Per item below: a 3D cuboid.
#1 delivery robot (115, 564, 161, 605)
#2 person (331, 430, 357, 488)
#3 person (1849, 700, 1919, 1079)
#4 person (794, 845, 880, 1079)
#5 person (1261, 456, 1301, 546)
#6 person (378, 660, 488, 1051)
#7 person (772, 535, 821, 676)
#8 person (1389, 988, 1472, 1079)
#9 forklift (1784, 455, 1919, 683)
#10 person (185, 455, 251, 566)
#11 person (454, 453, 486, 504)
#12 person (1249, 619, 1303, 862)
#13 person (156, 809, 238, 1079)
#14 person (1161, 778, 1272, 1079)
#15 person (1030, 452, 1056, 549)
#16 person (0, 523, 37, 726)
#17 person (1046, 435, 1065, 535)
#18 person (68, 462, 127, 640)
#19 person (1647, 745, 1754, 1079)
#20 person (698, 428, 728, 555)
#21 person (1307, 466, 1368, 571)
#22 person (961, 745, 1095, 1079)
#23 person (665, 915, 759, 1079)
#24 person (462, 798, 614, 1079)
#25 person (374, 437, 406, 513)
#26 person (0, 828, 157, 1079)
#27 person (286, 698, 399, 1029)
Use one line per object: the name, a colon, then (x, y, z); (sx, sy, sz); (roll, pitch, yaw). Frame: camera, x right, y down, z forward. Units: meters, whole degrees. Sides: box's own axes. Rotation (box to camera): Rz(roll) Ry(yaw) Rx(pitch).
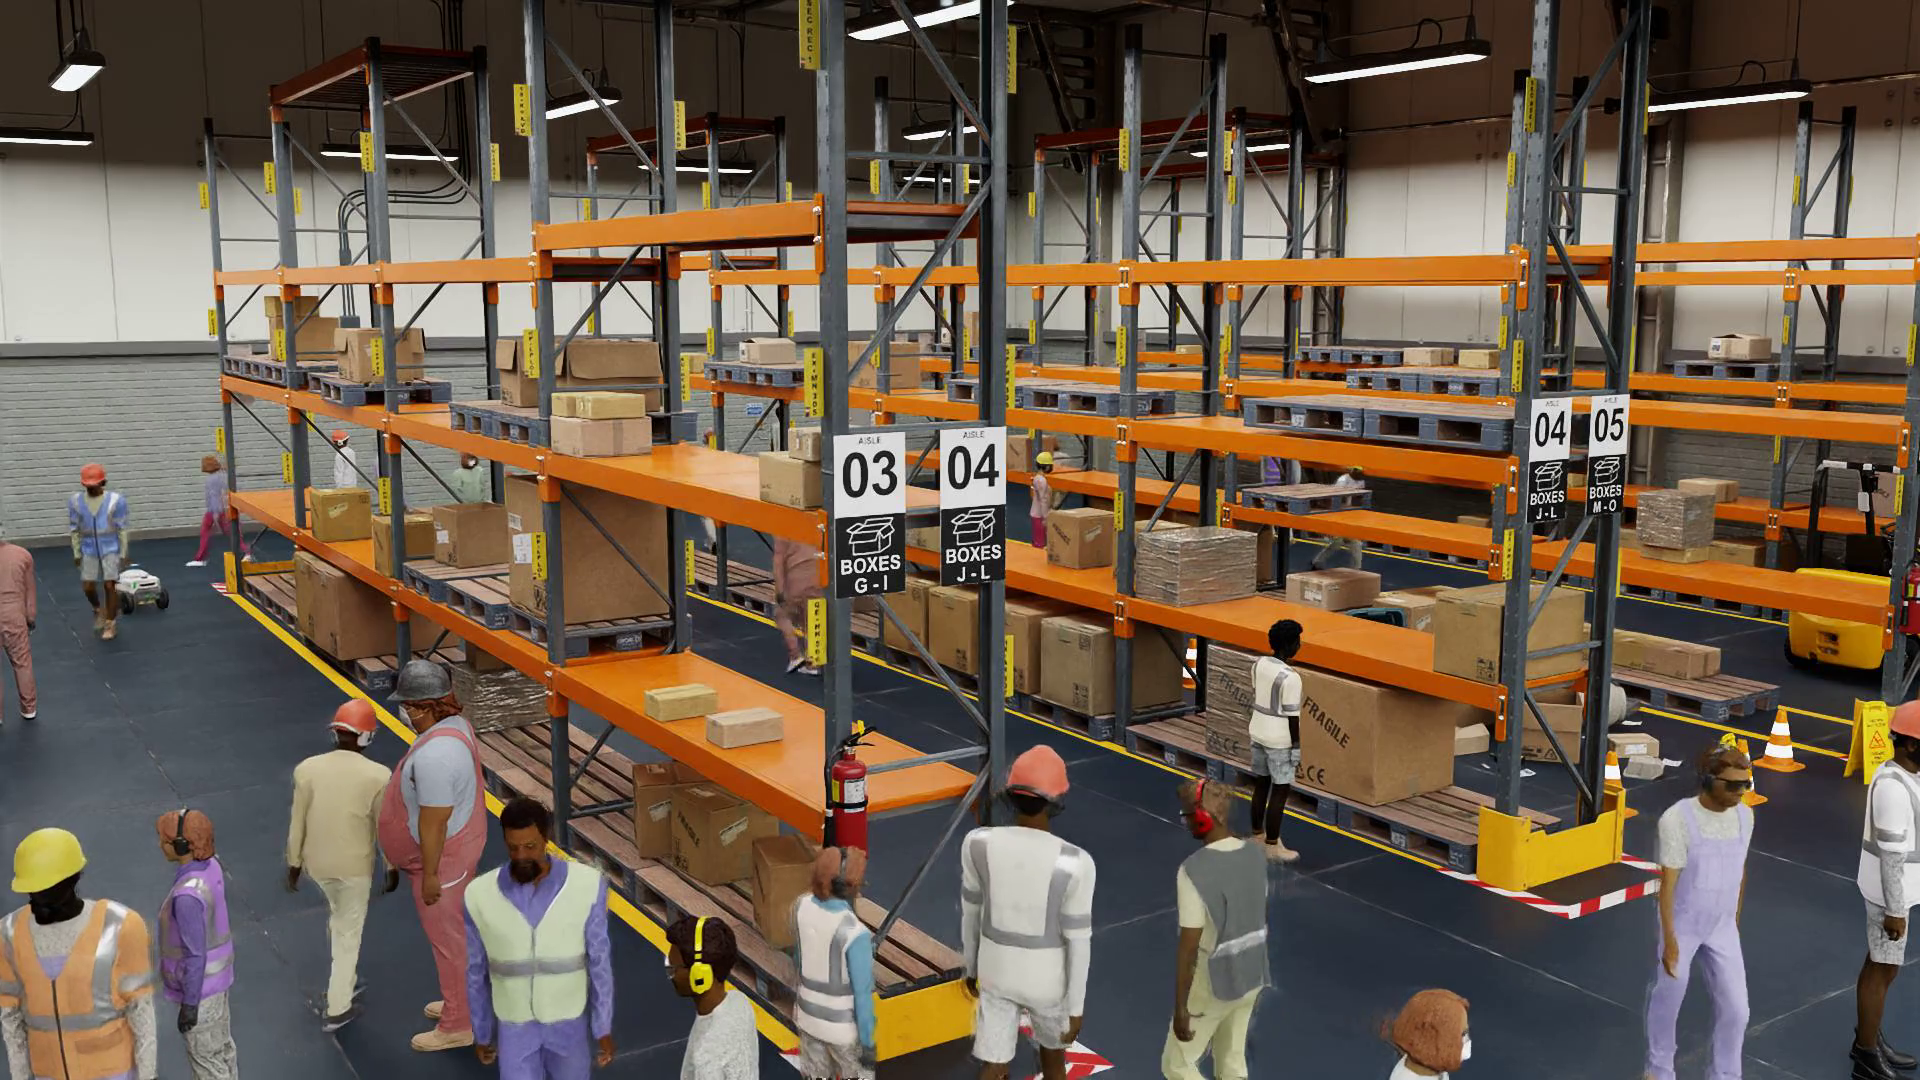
delivery robot: (-10.109, 0.538, 20.394); (0.707, 0.478, 0.477); (8, 11, 42)
person: (-9.657, -0.858, 26.064); (0.349, 1.743, 0.563); (0, 9, 1)
person: (4.633, 1.730, 8.201); (0.369, 1.933, 0.543); (5, 10, 29)
person: (-0.557, 2.064, 7.074); (0.560, 1.606, 0.573); (-8, 12, -42)
person: (4.937, -0.832, 25.594); (0.626, 1.841, 0.429); (5, 10, 30)
person: (-2.748, 1.605, 8.677); (0.536, 2.000, 0.683); (-1, 9, -8)
person: (-1.643, 0.454, 16.863); (0.660, 1.890, 0.449); (-7, 11, -40)
person: (1.568, 2.280, 5.559); (0.563, 1.611, 0.538); (4, 10, 26)
forklift: (9.643, 0.253, 17.172); (2.313, 2.155, 1.214); (-6, 10, -33)
person: (-10.565, -0.418, 23.639); (0.872, 1.593, 0.509); (-1, 9, -9)
person: (-7.062, -0.503, 24.103); (0.497, 1.615, 0.534); (8, 12, 43)
person: (2.172, 1.370, 11.415); (0.320, 1.686, 0.541); (-3, 9, -19)
person: (-3.393, 1.994, 7.417); (0.307, 1.639, 0.525); (-2, 9, -16)
person: (1.128, 1.935, 7.195); (0.627, 1.825, 0.437); (-8, 11, -41)
person: (1.110, -0.307, 22.355); (0.340, 1.757, 0.517); (0, 9, -3)
person: (-8.689, 0.724, 15.007); (0.399, 1.902, 0.642); (8, 12, 42)
person: (1.463, -0.858, 26.466); (0.506, 1.622, 0.388); (-5, 10, -32)
person: (-9.623, 0.124, 18.609); (0.601, 2.019, 0.513); (-2, 9, -14)
person: (3.490, 1.853, 7.757); (0.535, 1.812, 0.760); (-1, 9, -7)
person: (-3.715, -0.730, 24.784); (0.641, 1.877, 0.907); (-5, 10, -28)
person: (5.085, -0.294, 22.258); (0.598, 1.776, 0.879); (-7, 11, -39)
person: (0.257, 1.870, 7.043); (0.615, 2.009, 0.991); (3, 9, 18)
person: (-0.819, 2.161, 5.595); (0.328, 1.861, 0.500); (0, 9, 1)
person: (-1.731, 1.954, 6.885); (0.596, 1.889, 0.860); (-2, 9, -13)
person: (-7.782, -0.525, 22.858); (0.392, 2.039, 0.614); (0, 9, 3)
person: (-3.390, 2.017, 6.392); (0.587, 1.911, 0.440); (0, 9, -1)
person: (-3.305, 1.717, 8.995); (0.583, 1.712, 0.683); (2, 9, 11)
